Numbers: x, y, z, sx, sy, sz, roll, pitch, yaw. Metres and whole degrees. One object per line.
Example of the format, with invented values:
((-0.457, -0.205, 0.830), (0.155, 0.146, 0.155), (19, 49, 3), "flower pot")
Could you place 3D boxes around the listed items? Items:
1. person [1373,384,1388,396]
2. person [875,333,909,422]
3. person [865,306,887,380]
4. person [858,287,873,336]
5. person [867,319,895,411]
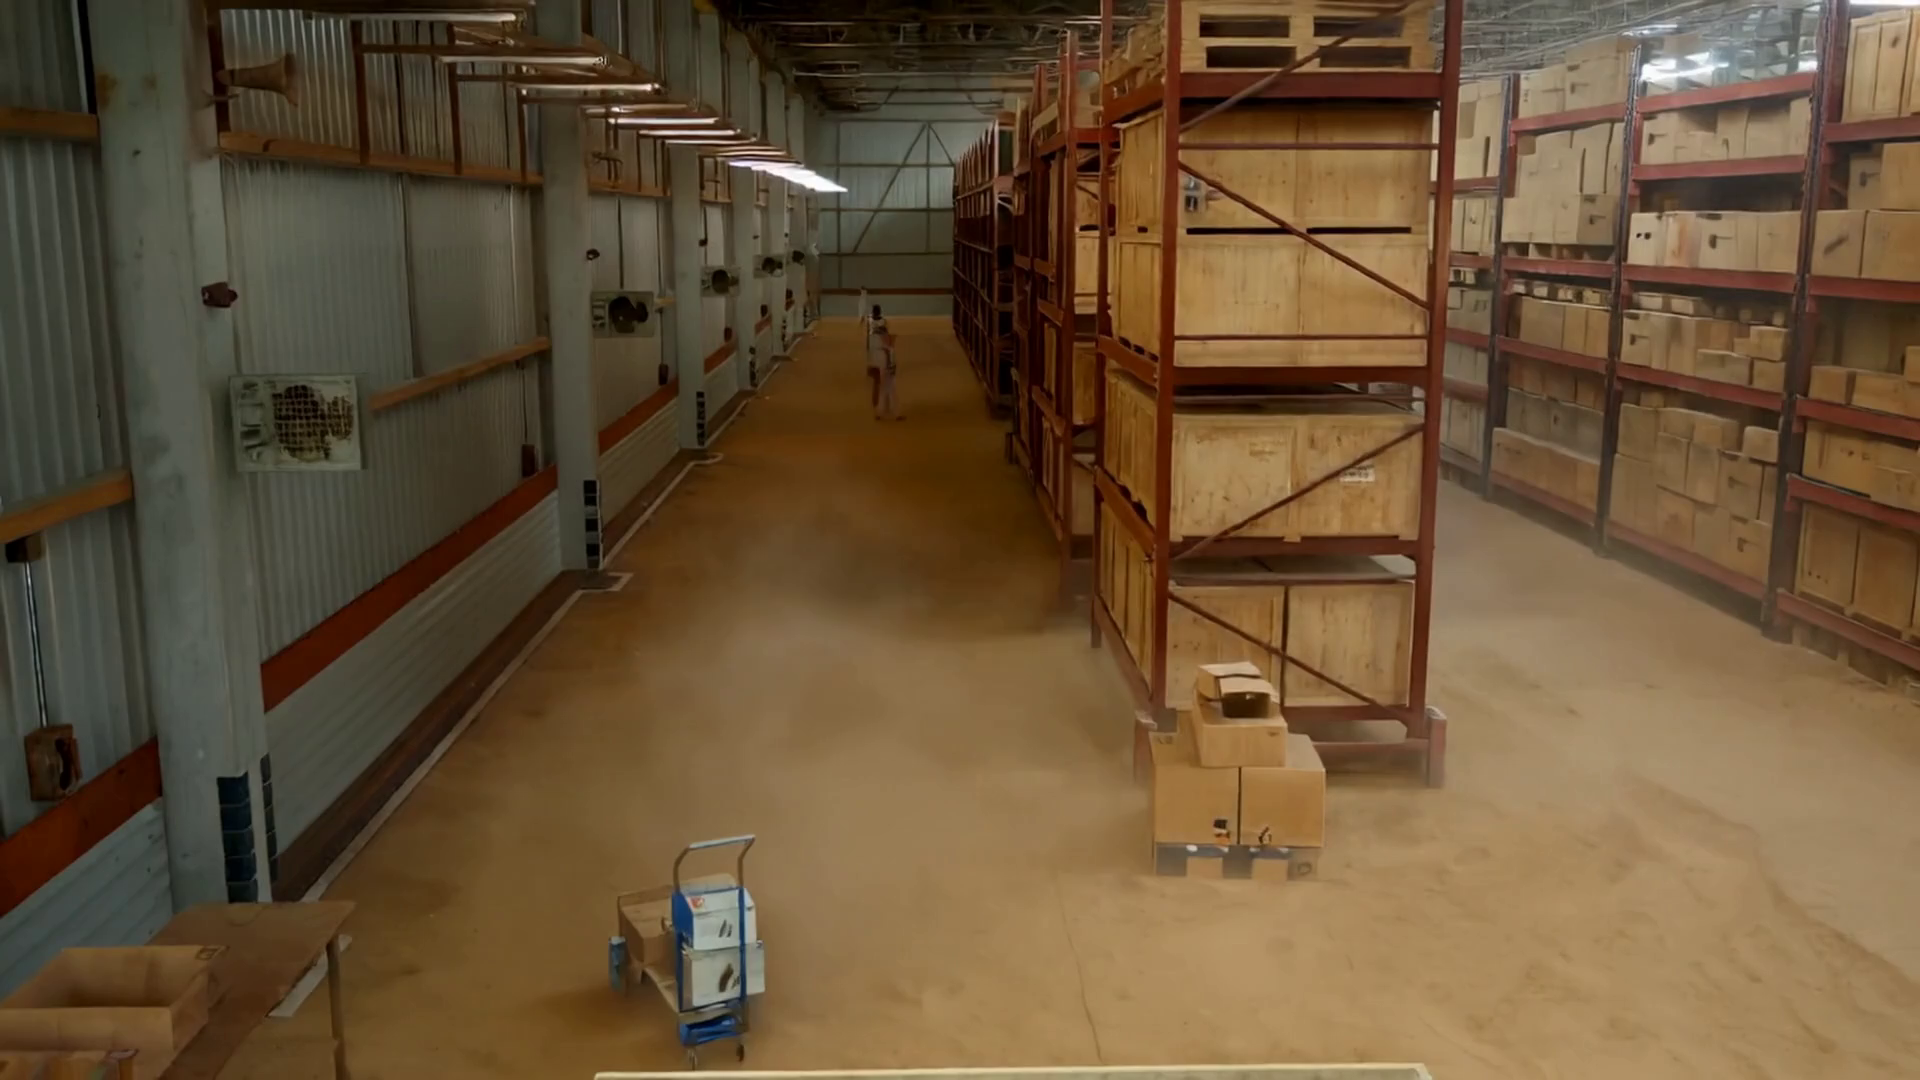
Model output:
((6.333, -1.502, 24.856), (0.895, 1.640, 0.562), (9, 14, 39), "person")
((-1.372, -3.296, 33.796), (0.911, 1.800, 0.586), (4, 12, 22), "person")
((-2.159, -5.073, 42.793), (0.599, 1.906, 0.413), (-3, 11, -15), "person")
((-3.363, -8.169, 59.366), (0.569, 1.721, 0.809), (4, 12, 21), "person")
((-1.679, -3.753, 35.714), (0.618, 1.986, 0.409), (-3, 11, -16), "person")
